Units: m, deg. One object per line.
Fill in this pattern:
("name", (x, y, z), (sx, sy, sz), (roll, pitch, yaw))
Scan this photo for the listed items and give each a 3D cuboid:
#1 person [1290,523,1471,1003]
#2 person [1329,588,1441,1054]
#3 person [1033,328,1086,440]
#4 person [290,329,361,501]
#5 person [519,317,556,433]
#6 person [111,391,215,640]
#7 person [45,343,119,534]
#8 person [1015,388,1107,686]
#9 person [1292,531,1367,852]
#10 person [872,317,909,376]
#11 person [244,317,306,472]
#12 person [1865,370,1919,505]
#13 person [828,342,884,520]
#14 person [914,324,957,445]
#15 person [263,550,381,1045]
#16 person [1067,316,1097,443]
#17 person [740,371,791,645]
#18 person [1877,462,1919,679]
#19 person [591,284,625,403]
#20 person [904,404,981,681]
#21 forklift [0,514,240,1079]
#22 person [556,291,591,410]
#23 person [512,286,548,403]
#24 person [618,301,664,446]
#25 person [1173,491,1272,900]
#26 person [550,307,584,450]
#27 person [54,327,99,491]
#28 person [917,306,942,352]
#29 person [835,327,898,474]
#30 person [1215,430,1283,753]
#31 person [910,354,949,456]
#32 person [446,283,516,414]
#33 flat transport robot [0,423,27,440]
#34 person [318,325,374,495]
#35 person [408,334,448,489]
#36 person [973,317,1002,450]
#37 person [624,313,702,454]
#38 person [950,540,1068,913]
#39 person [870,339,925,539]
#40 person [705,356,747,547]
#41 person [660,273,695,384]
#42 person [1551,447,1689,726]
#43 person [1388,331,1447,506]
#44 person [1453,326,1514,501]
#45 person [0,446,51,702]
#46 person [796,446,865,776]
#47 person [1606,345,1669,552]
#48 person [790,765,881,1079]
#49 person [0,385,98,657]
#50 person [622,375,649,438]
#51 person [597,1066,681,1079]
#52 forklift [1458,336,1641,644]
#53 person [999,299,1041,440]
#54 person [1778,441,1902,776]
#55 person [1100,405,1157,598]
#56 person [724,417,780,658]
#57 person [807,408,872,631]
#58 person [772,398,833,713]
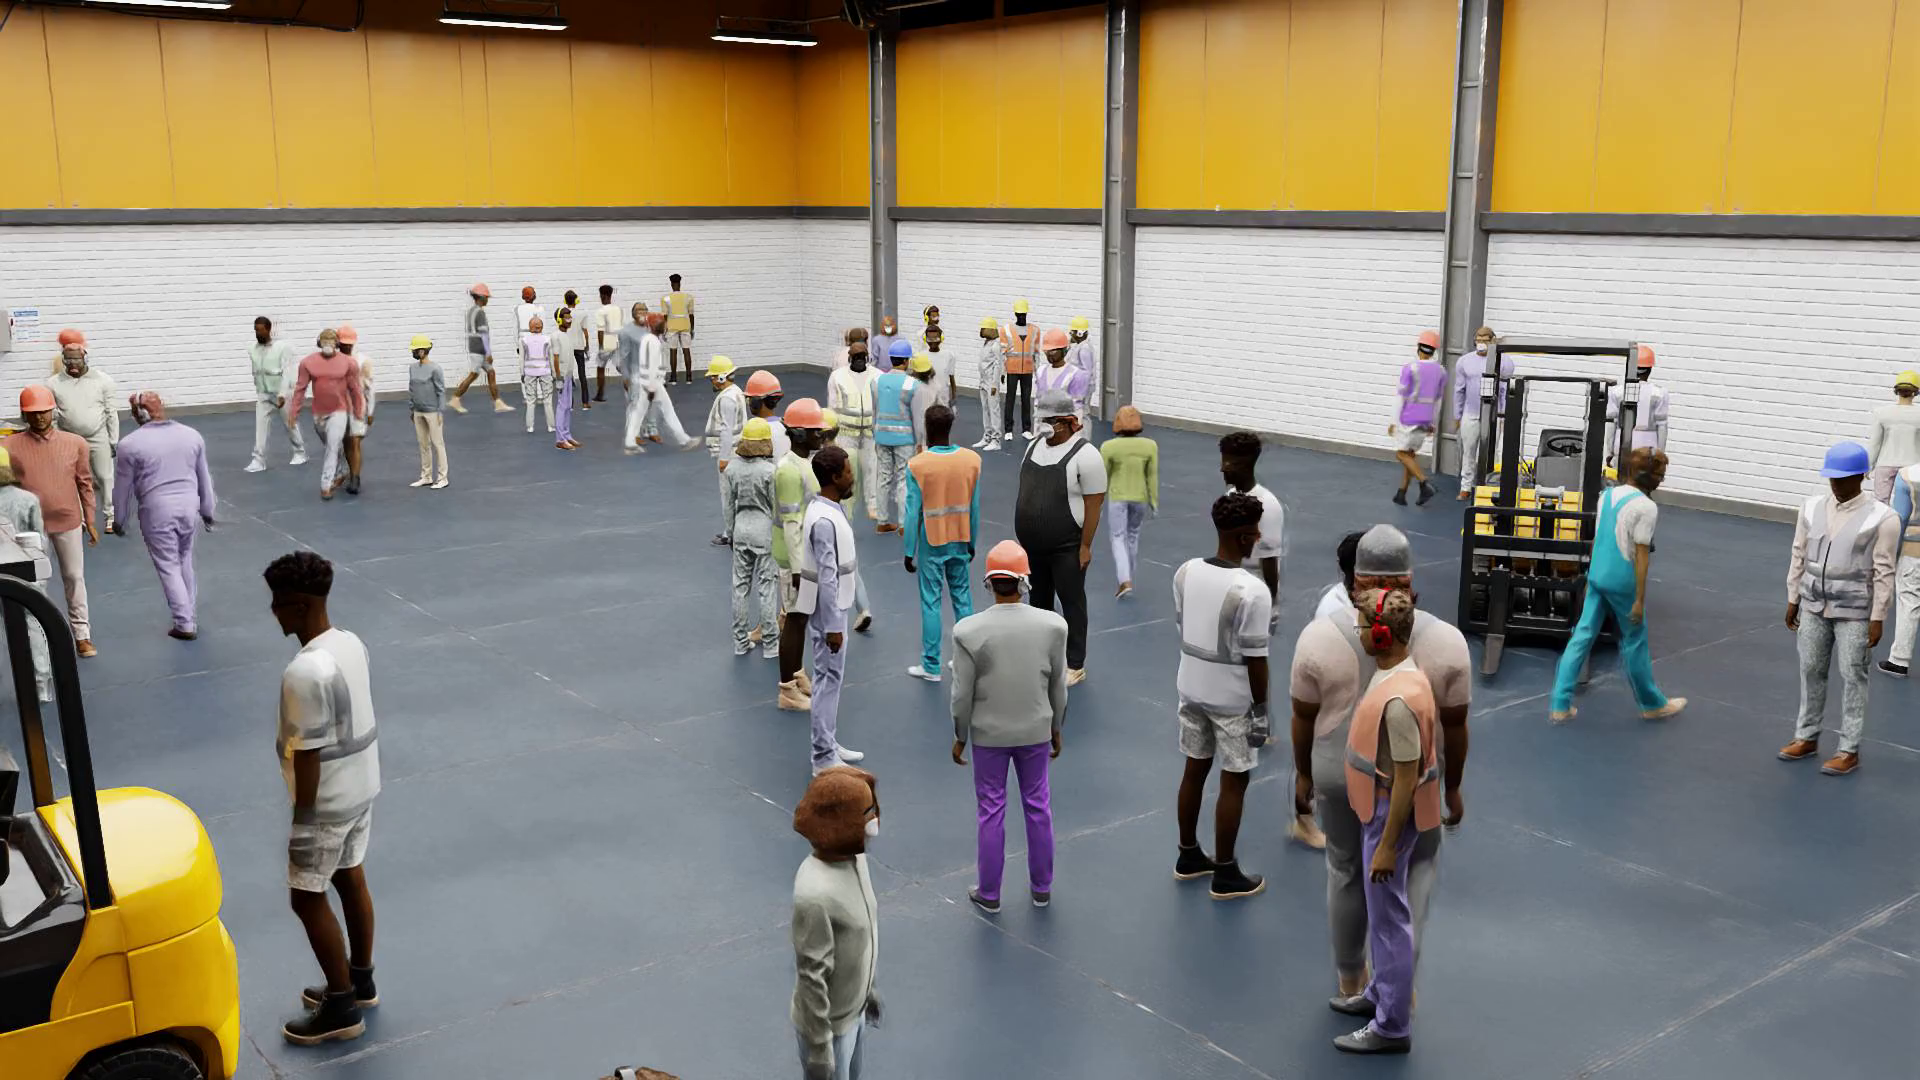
("person", (1.697, 0.922, 6.783), (0.707, 2.000, 0.536), (4, 12, 17))
("person", (1.669, 1.089, 6.464), (0.374, 1.837, 0.575), (2, 12, 11))
("person", (0.942, -1.065, 16.397), (0.396, 2.034, 0.607), (-11, 16, -42))
("person", (-7.030, -1.420, 18.518), (0.730, 1.879, 1.040), (-2, 12, -7))
("person", (-5.952, -2.323, 23.459), (0.513, 1.630, 0.318), (-2, 12, -8))
("person", (-6.064, -0.199, 12.629), (0.825, 1.864, 0.662), (8, 14, 35))
("person", (-8.604, -0.983, 16.344), (0.637, 1.900, 0.400), (-4, 12, -18))
("person", (0.626, -0.024, 11.353), (0.679, 2.000, 0.537), (11, 16, 43))
("person", (2.005, 0.787, 8.306), (0.724, 1.668, 0.554), (10, 15, 39))
("person", (-0.992, -2.389, 23.842), (0.518, 1.589, 0.835), (-1, 12, -7))
("person", (-8.421, -1.799, 20.362), (0.597, 1.871, 0.994), (2, 12, 12))
("person", (8.506, -0.656, 15.077), (0.533, 1.765, 0.329), (6, 13, 26))
("person", (-1.039, -1.112, 17.091), (0.636, 1.840, 0.429), (-3, 12, -13))
("person", (-0.287, -1.573, 19.286), (0.512, 1.859, 0.325), (0, 12, -2))
("person", (-2.513, 1.009, 6.591), (0.400, 1.960, 0.639), (-1, 12, -4))
("person", (1.507, -1.886, 20.849), (0.404, 1.832, 0.592), (0, 12, 1))
("person", (-1.444, -0.236, 12.371), (0.375, 2.044, 0.607), (7, 13, 29))
("person", (6.671, 0.057, 11.468), (0.591, 1.833, 0.403), (0, 12, 2))
("person", (-5.545, -3.128, 26.623), (0.939, 1.936, 0.610), (8, 14, 35))
("person", (-0.116, 0.025, 11.445), (0.586, 1.909, 0.390), (-7, 14, -30))
("forklift", (-3.687, 1.115, 5.480), (2.313, 2.155, 1.214), (-9, 15, -36))
("person", (-6.032, -2.951, 25.923), (0.521, 1.865, 0.335), (-2, 12, -10))
("person", (-6.885, -3.133, 26.748), (0.578, 1.884, 0.353), (2, 12, 12))
("person", (-4.264, -2.225, 22.268), (0.381, 1.928, 0.635), (11, 16, 43))
("person", (1.250, 0.731, 7.922), (0.375, 1.957, 0.601), (-8, 14, -34))
("person", (-5.201, -2.133, 21.952), (0.323, 1.871, 0.528), (1, 12, 6))
("person", (-9.877, -1.450, 18.616), (0.594, 1.887, 0.547), (10, 15, 39))
("person", (-0.374, -2.211, 22.331), (0.313, 1.869, 0.538), (8, 14, 34))
("person", (-1.230, -1.623, 19.707), (1.002, 1.789, 0.636), (-9, 15, -38))
("person", (1.640, 0.317, 9.932), (0.620, 1.942, 0.650), (-2, 12, -11))
("person", (-0.378, -1.154, 17.687), (0.514, 1.668, 0.929), (-11, 16, -43))
("person", (-7.405, -2.920, 25.444), (1.014, 2.003, 0.616), (-5, 13, -21))
("flat transport robot", (-13.237, -1.461, 22.584), (1.431, 0.197, 0.652), (11, 16, 42))
("person", (-6.851, -1.441, 18.560), (0.561, 1.877, 1.005), (-2, 12, -8))
("person", (-6.087, -1.459, 18.950), (0.535, 1.767, 0.316), (7, 14, 30))
("person", (0.372, -2.057, 21.887), (0.290, 1.746, 0.487), (-5, 13, -23))
("person", (-3.923, -2.031, 21.594), (1.030, 1.820, 0.579), (-6, 13, -27))
("person", (0.222, 0.867, 7.753), (0.564, 1.748, 0.339), (-3, 12, -12))
("person", (-0.602, -0.983, 16.247), (0.601, 1.939, 0.410), (7, 14, 30))
("person", (-2.223, -0.849, 15.878), (0.403, 1.820, 0.602), (0, 12, -2))
("person", (-4.993, -3.733, 29.461), (0.602, 1.960, 0.368), (-4, 12, -20))
("person", (4.176, 0.294, 10.449), (0.944, 1.777, 0.652), (-4, 12, -17))
("person", (4.908, -1.285, 17.811), (0.617, 1.893, 0.633), (-5, 13, -25))
("person", (5.669, -1.357, 18.076), (0.623, 1.932, 0.372), (7, 13, 29))
("person", (-6.368, 0.207, 11.073), (0.504, 1.694, 0.863), (-11, 16, -42))
("person", (-0.748, 0.410, 9.545), (0.380, 1.921, 0.596), (-1, 12, -4))
("person", (6.317, -0.842, 15.540), (0.543, 1.942, 0.353), (7, 14, 32))
("person", (-0.368, 1.474, 5.109), (0.283, 1.632, 0.504), (2, 12, 10))
("person", (-6.522, -0.120, 11.921), (0.611, 1.996, 0.378), (-7, 14, -31))
("person", (-4.389, -2.176, 22.717), (0.511, 1.641, 0.307), (-9, 15, -38))
("person", (-0.535, 1.800, 3.017), (0.328, 1.844, 0.511), (-8, 14, -33))
("forklift", (4.683, -0.471, 13.136), (1.214, 2.155, 2.313), (4, 12, 20))
("person", (0.825, -2.326, 22.743), (0.585, 1.927, 0.366), (-3, 12, -14))
("person", (5.078, 0.386, 9.639), (0.416, 1.938, 0.614), (-7, 14, -30))
("person", (1.393, -0.329, 13.883), (0.515, 1.609, 0.743), (-2, 12, -11))
("person", (-1.465, -0.019, 12.050), (0.492, 1.742, 0.318), (6, 13, 25))
("person", (-0.984, -0.161, 12.783), (0.521, 1.725, 0.826), (-8, 14, -33))
("person", (-1.013, 0.098, 10.792), (0.397, 2.039, 0.610), (1, 12, 4))
